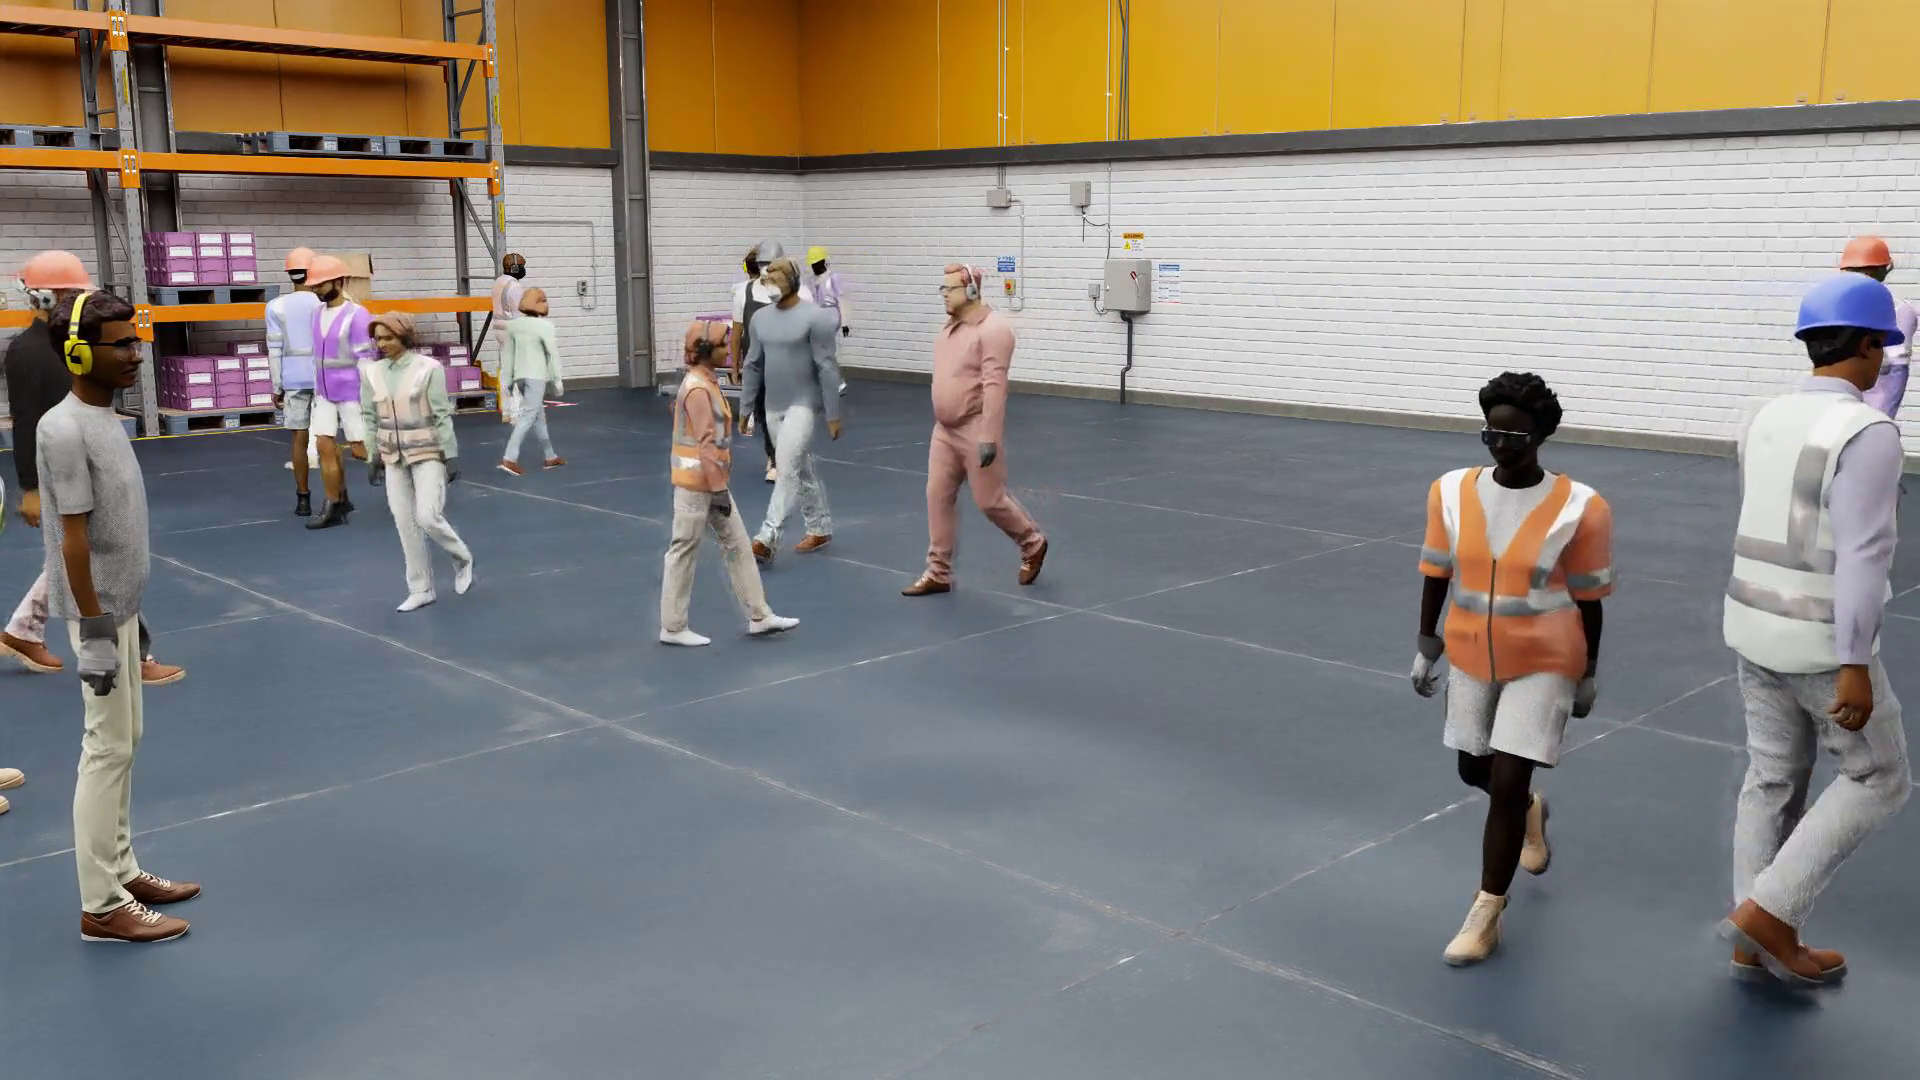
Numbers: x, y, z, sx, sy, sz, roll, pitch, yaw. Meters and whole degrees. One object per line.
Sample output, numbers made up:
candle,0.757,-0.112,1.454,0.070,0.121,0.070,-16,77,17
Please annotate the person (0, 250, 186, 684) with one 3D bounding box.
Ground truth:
person,-4.025,-0.316,7.486,0.819,1.974,0.628,-1,10,-3

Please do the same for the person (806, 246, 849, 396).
person,-1.676,-2.719,20.793,0.511,1.881,0.624,-8,13,-38

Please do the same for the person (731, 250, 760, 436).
person,-2.055,-1.981,16.811,0.513,1.872,0.328,-3,11,-14

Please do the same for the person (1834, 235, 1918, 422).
person,5.220,-0.777,9.854,0.924,2.009,0.636,-5,11,-25

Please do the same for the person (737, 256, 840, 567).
person,-1.115,-0.794,10.289,0.655,1.884,1.013,8,13,38

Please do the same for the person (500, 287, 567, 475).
person,-3.674,-1.360,14.194,0.512,1.592,0.850,6,12,31

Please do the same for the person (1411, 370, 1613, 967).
person,1.612,0.325,4.790,0.529,1.660,0.746,9,14,41

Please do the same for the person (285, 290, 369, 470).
person,-5.430,-1.526,14.531,0.628,1.808,0.929,9,14,41

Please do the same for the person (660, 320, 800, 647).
person,-1.139,-0.263,8.134,0.773,1.603,0.548,0,10,-1

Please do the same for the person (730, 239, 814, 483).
person,-1.569,-1.531,13.891,0.687,2.000,1.023,2,11,9

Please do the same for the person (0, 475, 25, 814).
person,-3.572,0.050,5.829,0.429,1.839,0.621,-3,11,-18

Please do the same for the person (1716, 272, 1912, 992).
person,2.275,0.261,4.432,0.432,1.923,0.637,0,10,-2

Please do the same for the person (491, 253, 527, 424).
person,-4.790,-2.160,17.908,0.431,1.836,0.619,-8,13,-36

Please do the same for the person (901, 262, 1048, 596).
person,0.101,-0.624,9.405,0.847,1.879,0.650,-8,13,-37

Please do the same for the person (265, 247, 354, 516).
person,-4.696,-1.135,12.026,0.546,1.934,0.376,-3,11,-16

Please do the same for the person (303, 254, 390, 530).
person,-4.263,-1.045,11.662,0.547,1.901,0.801,5,12,27

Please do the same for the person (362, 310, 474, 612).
person,-2.947,-0.429,9.004,0.542,1.622,0.445,3,11,17

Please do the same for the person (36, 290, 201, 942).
person,-2.445,0.221,4.805,0.311,1.869,0.533,-3,11,-17
